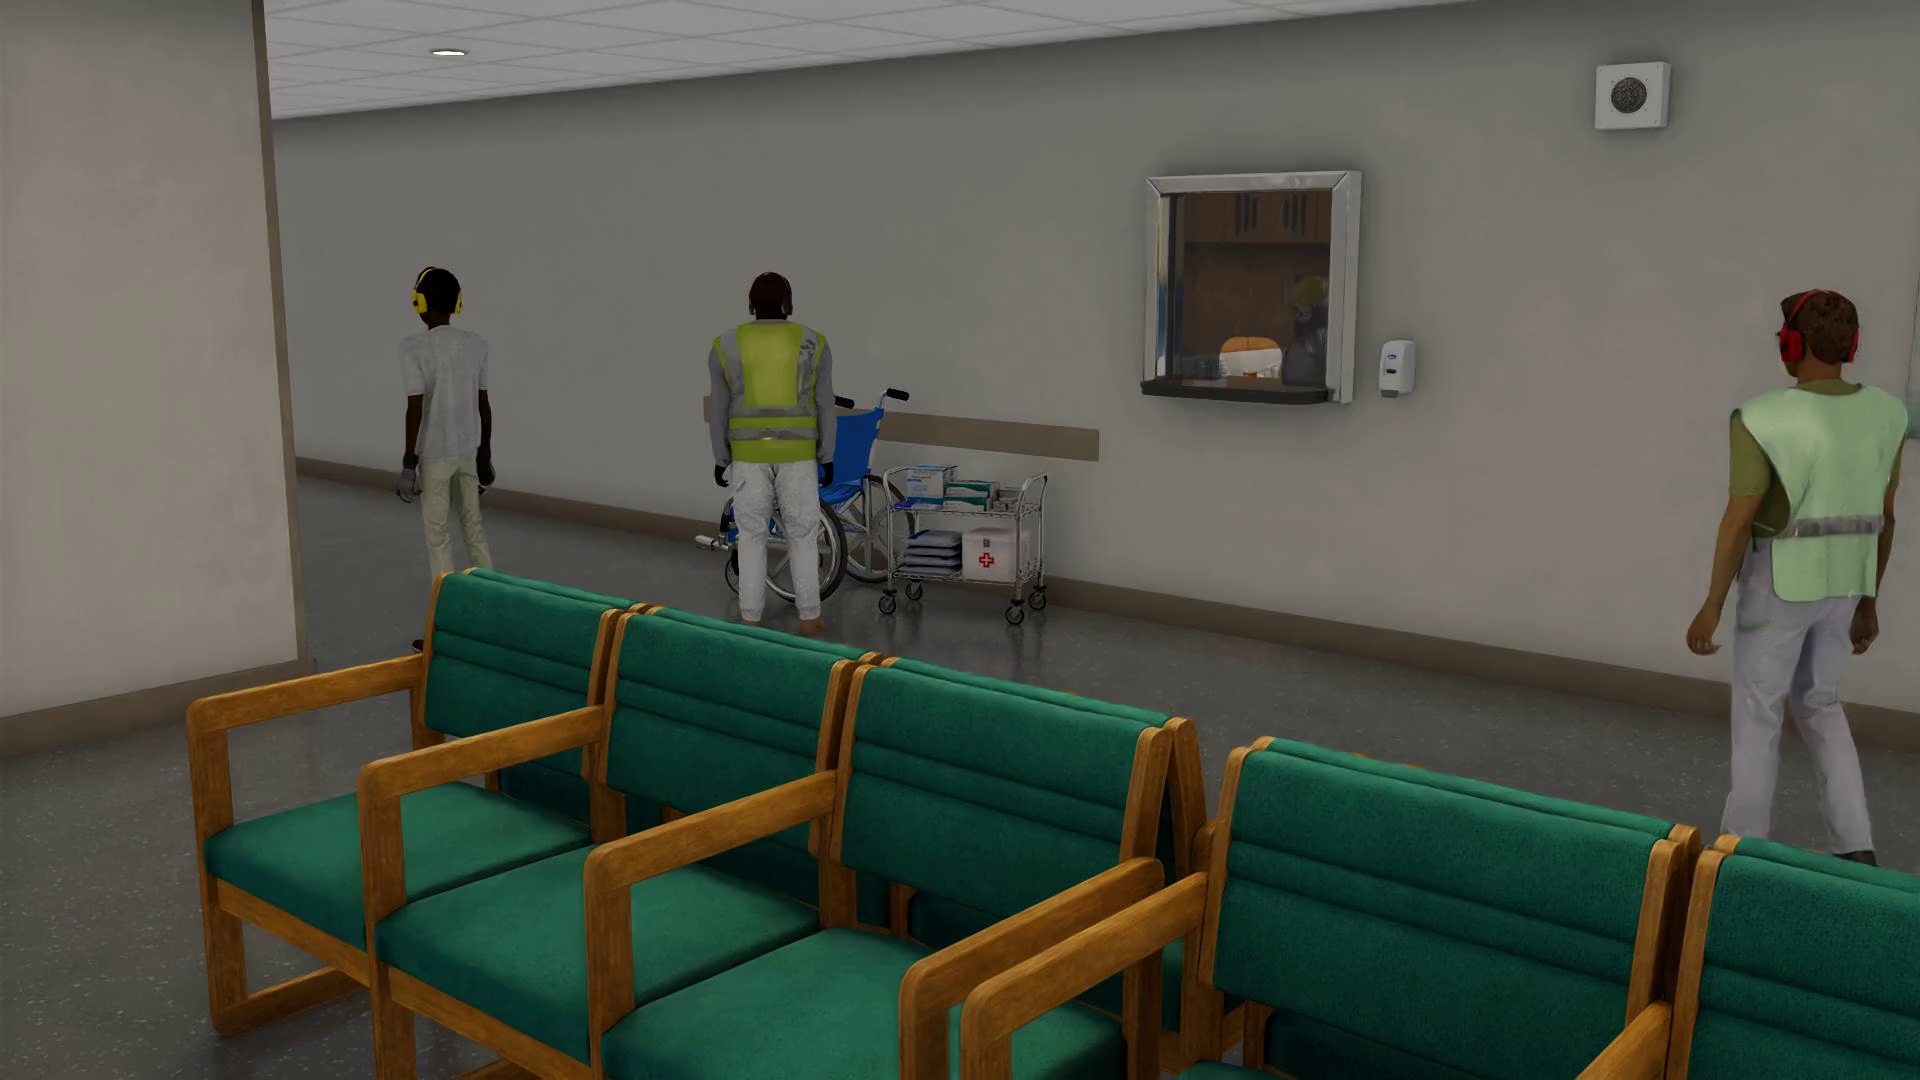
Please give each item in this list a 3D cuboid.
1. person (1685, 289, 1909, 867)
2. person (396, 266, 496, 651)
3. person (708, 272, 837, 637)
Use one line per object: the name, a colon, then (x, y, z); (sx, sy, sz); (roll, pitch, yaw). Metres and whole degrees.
person: (2.524, 0.168, 5.045); (0.588, 1.847, 0.449); (-3, 10, -15)
person: (-2.498, -0.381, 8.067); (0.312, 1.869, 0.538); (7, 12, 36)
person: (-0.935, -0.418, 8.369); (0.633, 1.839, 0.429); (-1, 10, -5)
